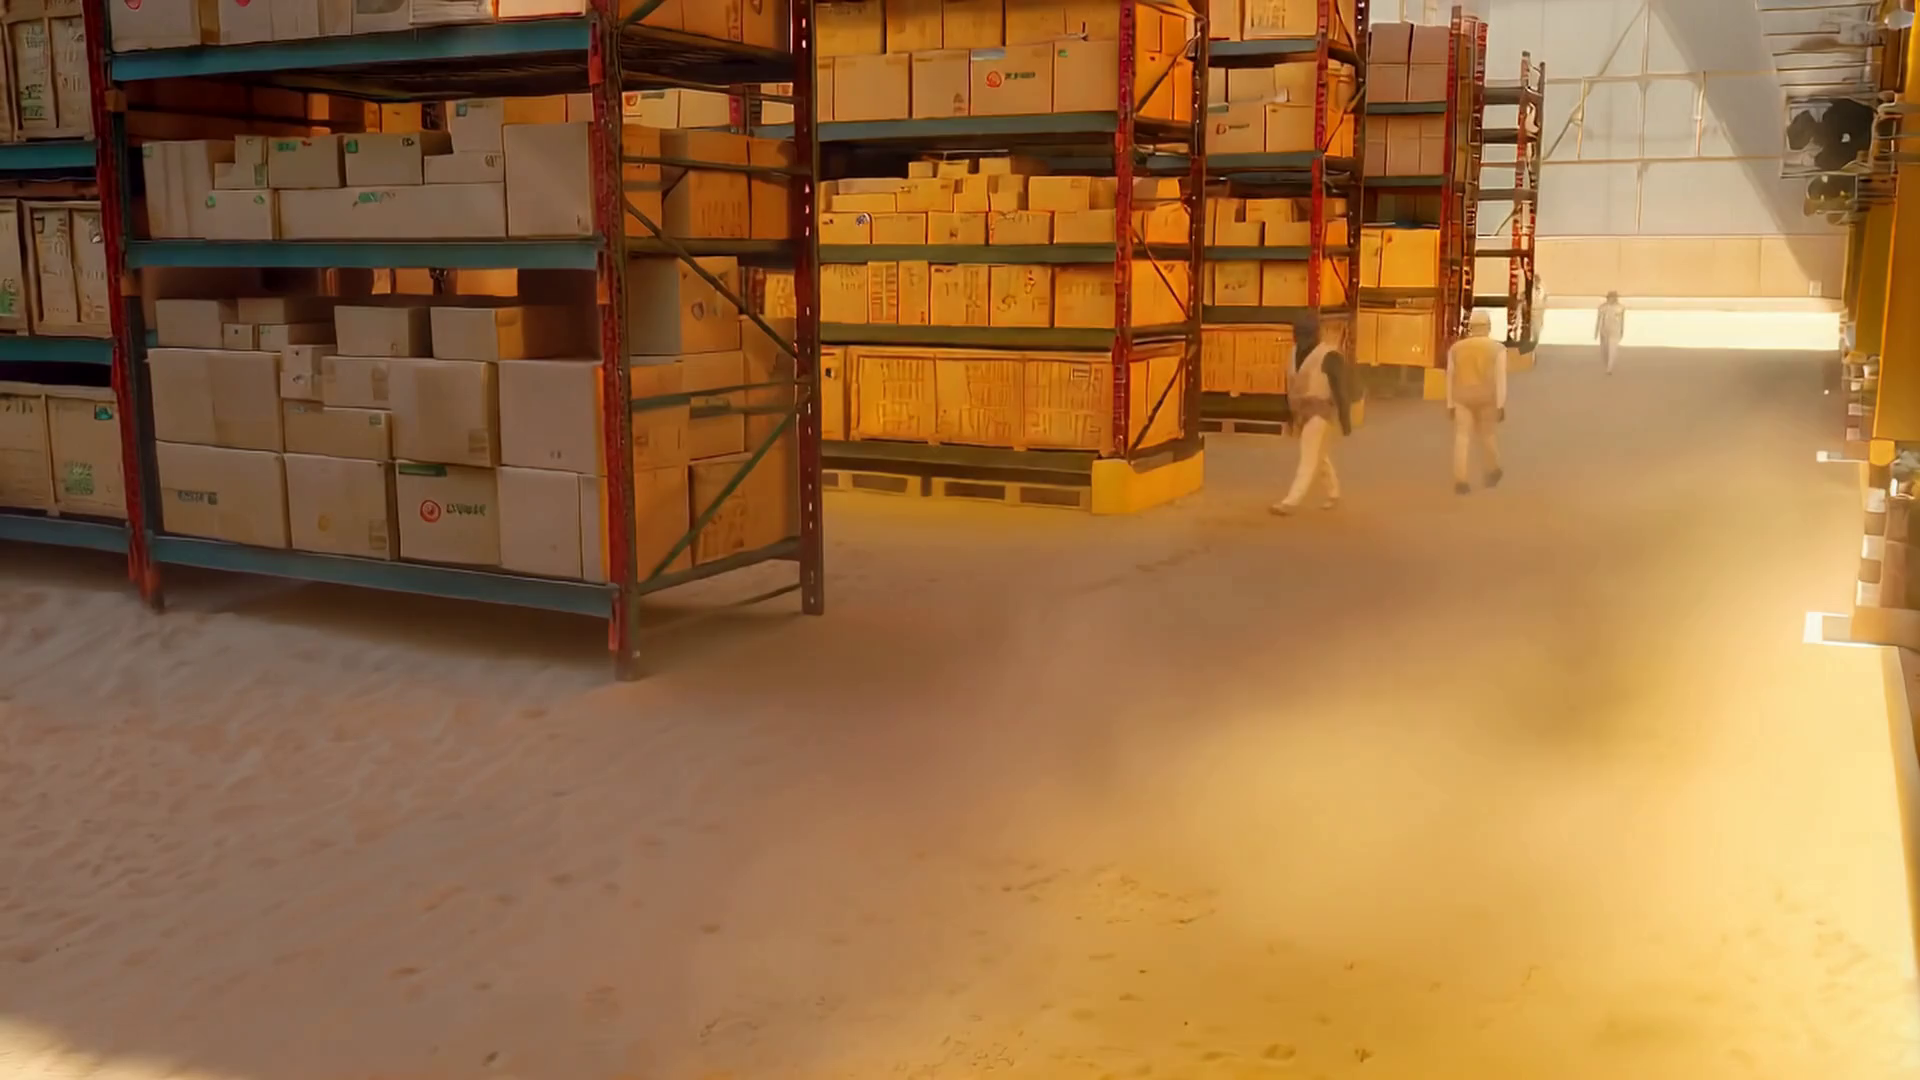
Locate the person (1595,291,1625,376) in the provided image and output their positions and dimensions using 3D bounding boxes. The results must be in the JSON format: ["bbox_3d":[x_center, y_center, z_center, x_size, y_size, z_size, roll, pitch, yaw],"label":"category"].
[{"bbox_3d":[12.505,-3.979,31.957,0.515,1.610,0.746,7,12,34],"label":"person"}]

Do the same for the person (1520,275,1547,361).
[{"bbox_3d":[12.477,-4.859,36.327,0.558,1.882,0.904,1,10,4],"label":"person"}]

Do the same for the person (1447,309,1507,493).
[{"bbox_3d":[5.095,-1.369,16.354,0.599,1.774,0.948,6,11,30],"label":"person"}]

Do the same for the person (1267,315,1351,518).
[{"bbox_3d":[3.126,-1.090,14.747,0.928,1.784,0.693,-6,11,-29],"label":"person"}]
